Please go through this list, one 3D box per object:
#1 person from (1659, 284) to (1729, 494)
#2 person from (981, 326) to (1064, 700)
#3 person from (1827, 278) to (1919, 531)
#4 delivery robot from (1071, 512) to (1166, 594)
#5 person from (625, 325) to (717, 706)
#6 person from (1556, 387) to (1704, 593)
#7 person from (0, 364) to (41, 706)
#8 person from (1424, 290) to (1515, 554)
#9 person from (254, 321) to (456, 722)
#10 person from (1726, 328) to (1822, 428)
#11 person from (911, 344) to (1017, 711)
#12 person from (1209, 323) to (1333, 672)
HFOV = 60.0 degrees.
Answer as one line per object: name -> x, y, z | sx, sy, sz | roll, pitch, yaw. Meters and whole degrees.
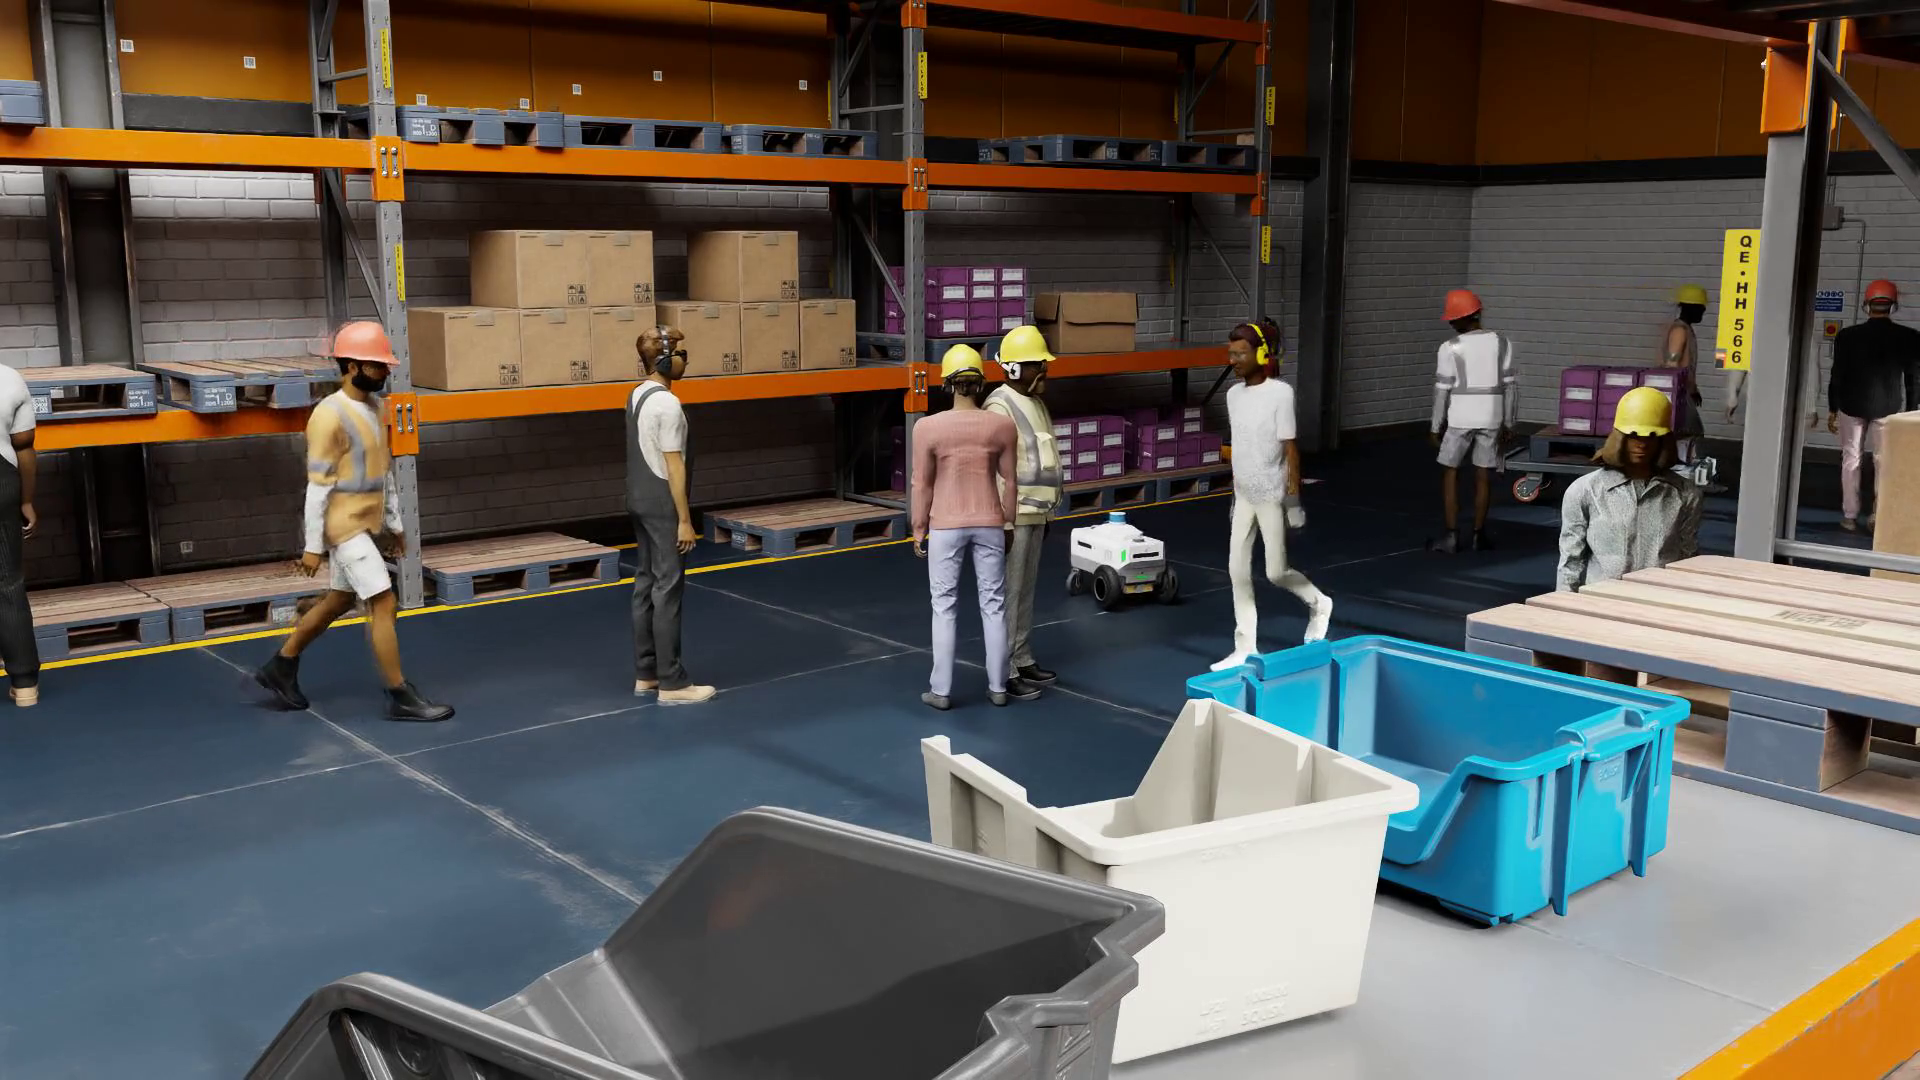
person -> 6.431, -1.372, 15.015 | 0.967, 1.885, 0.586 | 4, 11, 20
person -> 0.312, -0.142, 8.264 | 0.403, 1.834, 0.588 | 4, 11, 21
person -> 7.008, -1.015, 12.769 | 0.629, 1.970, 0.753 | 4, 11, 22
delivery robot -> 0.984, 0.066, 10.419 | 0.477, 0.478, 0.707 | -4, 11, -24
person -> -1.446, -0.120, 8.106 | 0.349, 1.847, 0.505 | -7, 12, -33
person -> 2.369, 0.324, 5.913 | 0.492, 1.740, 0.325 | 1, 10, 4
person -> -4.775, -0.181, 7.902 | 0.536, 2.000, 0.688 | 10, 14, 44
person -> 3.685, -0.837, 11.986 | 0.638, 1.897, 0.384 | -1, 10, -3
person -> -2.917, -0.077, 7.770 | 0.992, 1.887, 0.562 | 0, 10, 2
person -> 6.580, -1.090, 13.398 | 0.668, 1.887, 0.890 | 10, 14, 44
person -> 0.019, -0.060, 8.027 | 0.522, 1.758, 0.350 | -2, 10, -13
person -> 1.675, -0.230, 8.768 | 0.789, 1.835, 0.557 | -6, 12, -32
